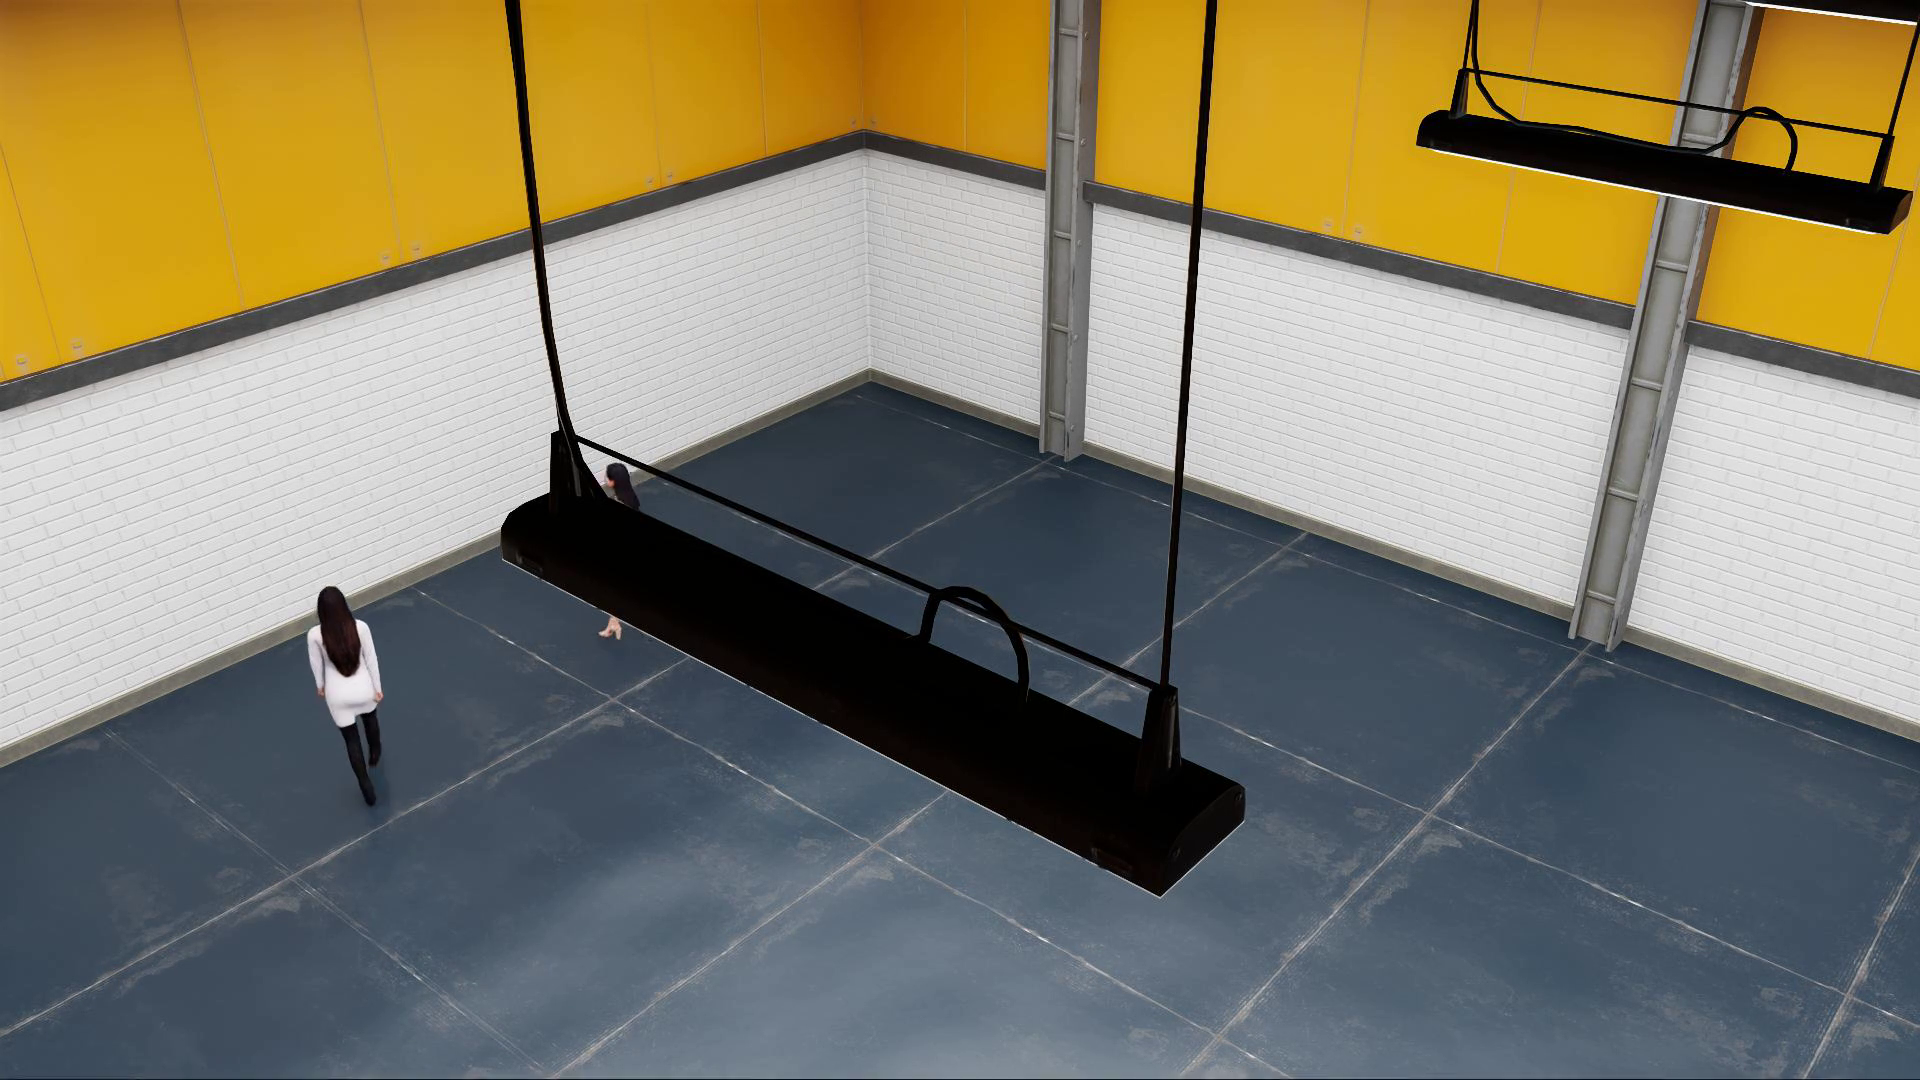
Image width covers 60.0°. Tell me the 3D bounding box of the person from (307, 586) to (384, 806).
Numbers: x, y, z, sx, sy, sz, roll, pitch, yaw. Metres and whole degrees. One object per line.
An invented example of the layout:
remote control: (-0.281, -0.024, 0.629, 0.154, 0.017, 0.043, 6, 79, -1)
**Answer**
person: (-4.578, 1.208, 12.472, 0.912, 1.783, 1.073, -11, 30, -19)
